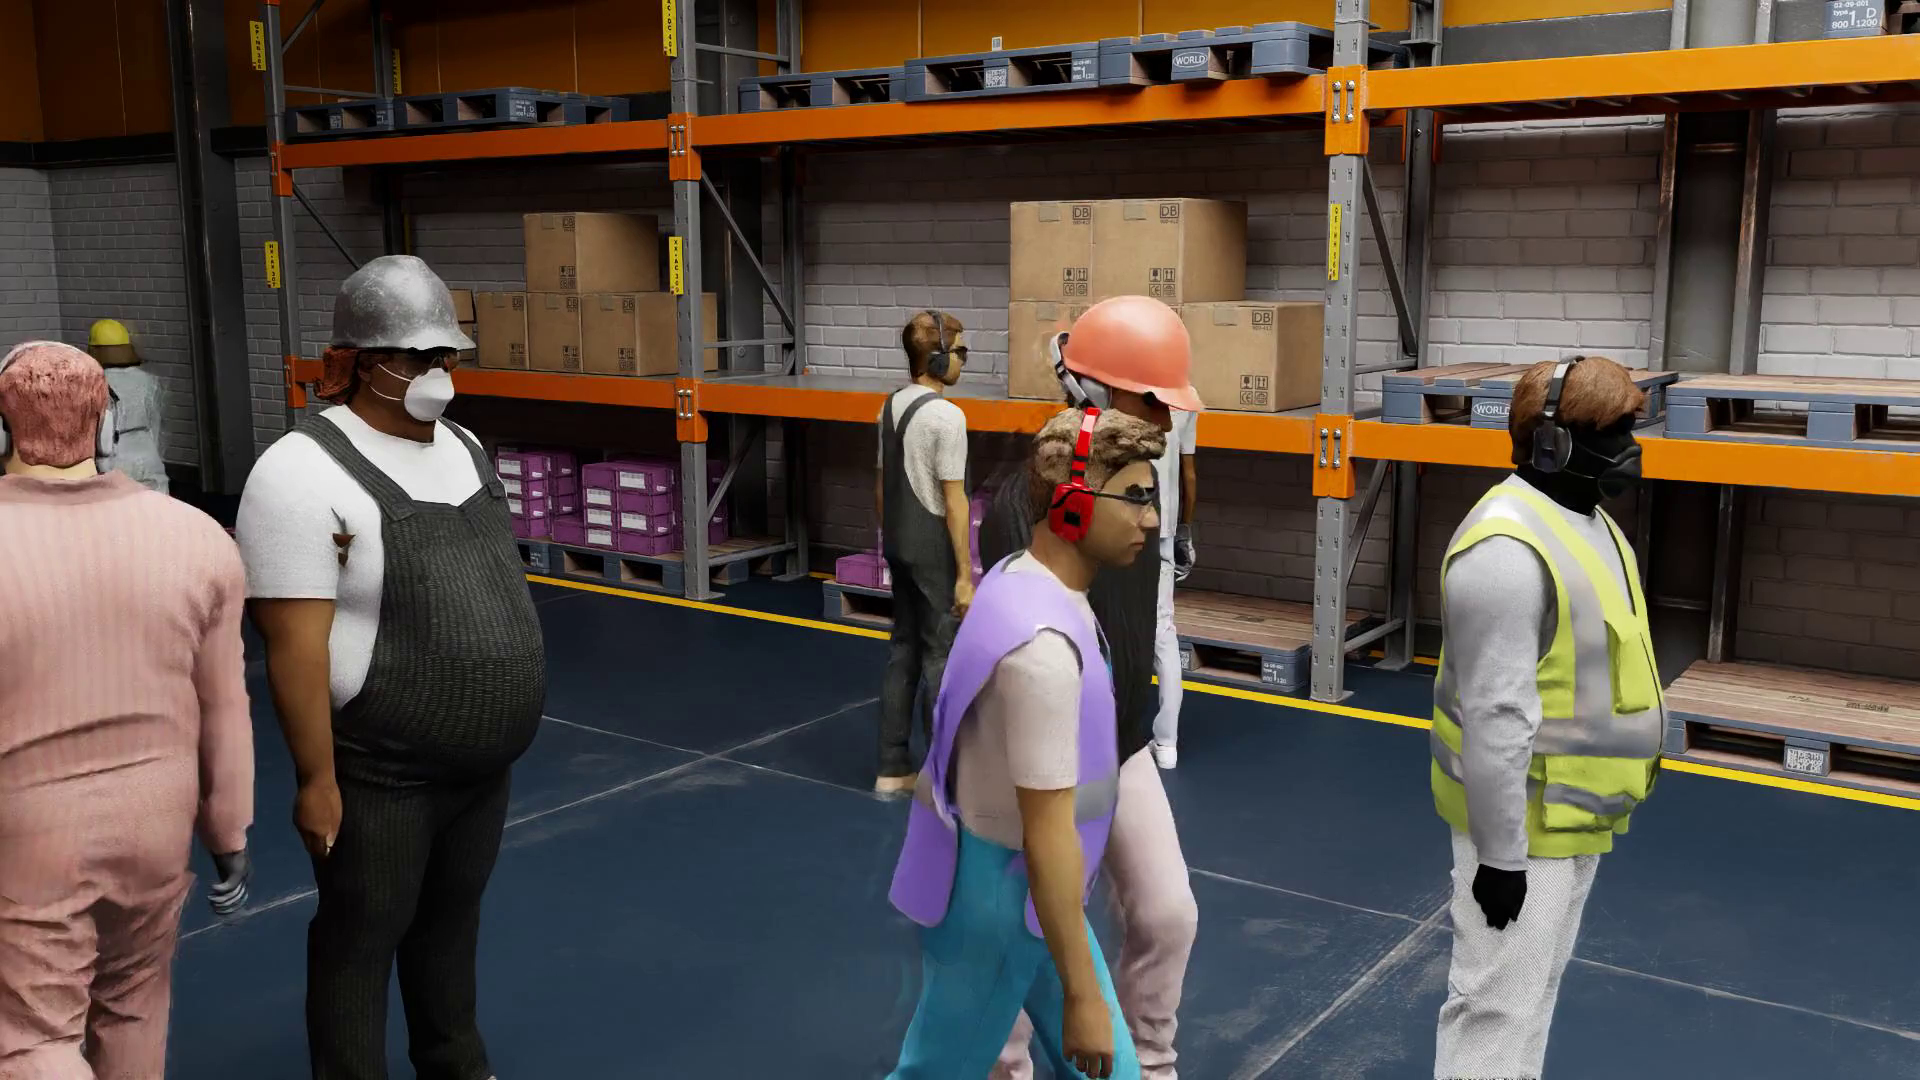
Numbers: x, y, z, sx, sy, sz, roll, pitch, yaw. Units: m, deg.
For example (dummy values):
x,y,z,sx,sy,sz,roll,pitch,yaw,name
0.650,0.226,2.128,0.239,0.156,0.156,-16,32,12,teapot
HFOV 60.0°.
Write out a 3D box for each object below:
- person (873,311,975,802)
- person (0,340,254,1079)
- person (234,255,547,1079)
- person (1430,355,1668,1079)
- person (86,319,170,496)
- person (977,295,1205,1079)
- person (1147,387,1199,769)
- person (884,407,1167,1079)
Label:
x,y,z,sx,sy,sz,roll,pitch,yaw,name
-0.121,0.092,6.128,0.463,1.849,0.523,-6,11,-34,person
-1.658,0.565,3.153,0.650,1.877,0.833,-9,13,-43,person
-1.157,0.409,3.604,0.536,2.000,0.688,3,10,20,person
1.172,0.553,3.339,0.430,1.843,0.625,6,11,34,person
-4.720,-0.410,9.497,0.885,1.701,0.490,6,11,31,person
0.293,0.472,3.485,0.714,1.953,0.624,8,13,40,person
0.692,-0.005,6.578,0.513,1.873,0.328,-3,10,-18,person
0.144,0.658,2.930,1.024,1.773,0.573,1,10,8,person
